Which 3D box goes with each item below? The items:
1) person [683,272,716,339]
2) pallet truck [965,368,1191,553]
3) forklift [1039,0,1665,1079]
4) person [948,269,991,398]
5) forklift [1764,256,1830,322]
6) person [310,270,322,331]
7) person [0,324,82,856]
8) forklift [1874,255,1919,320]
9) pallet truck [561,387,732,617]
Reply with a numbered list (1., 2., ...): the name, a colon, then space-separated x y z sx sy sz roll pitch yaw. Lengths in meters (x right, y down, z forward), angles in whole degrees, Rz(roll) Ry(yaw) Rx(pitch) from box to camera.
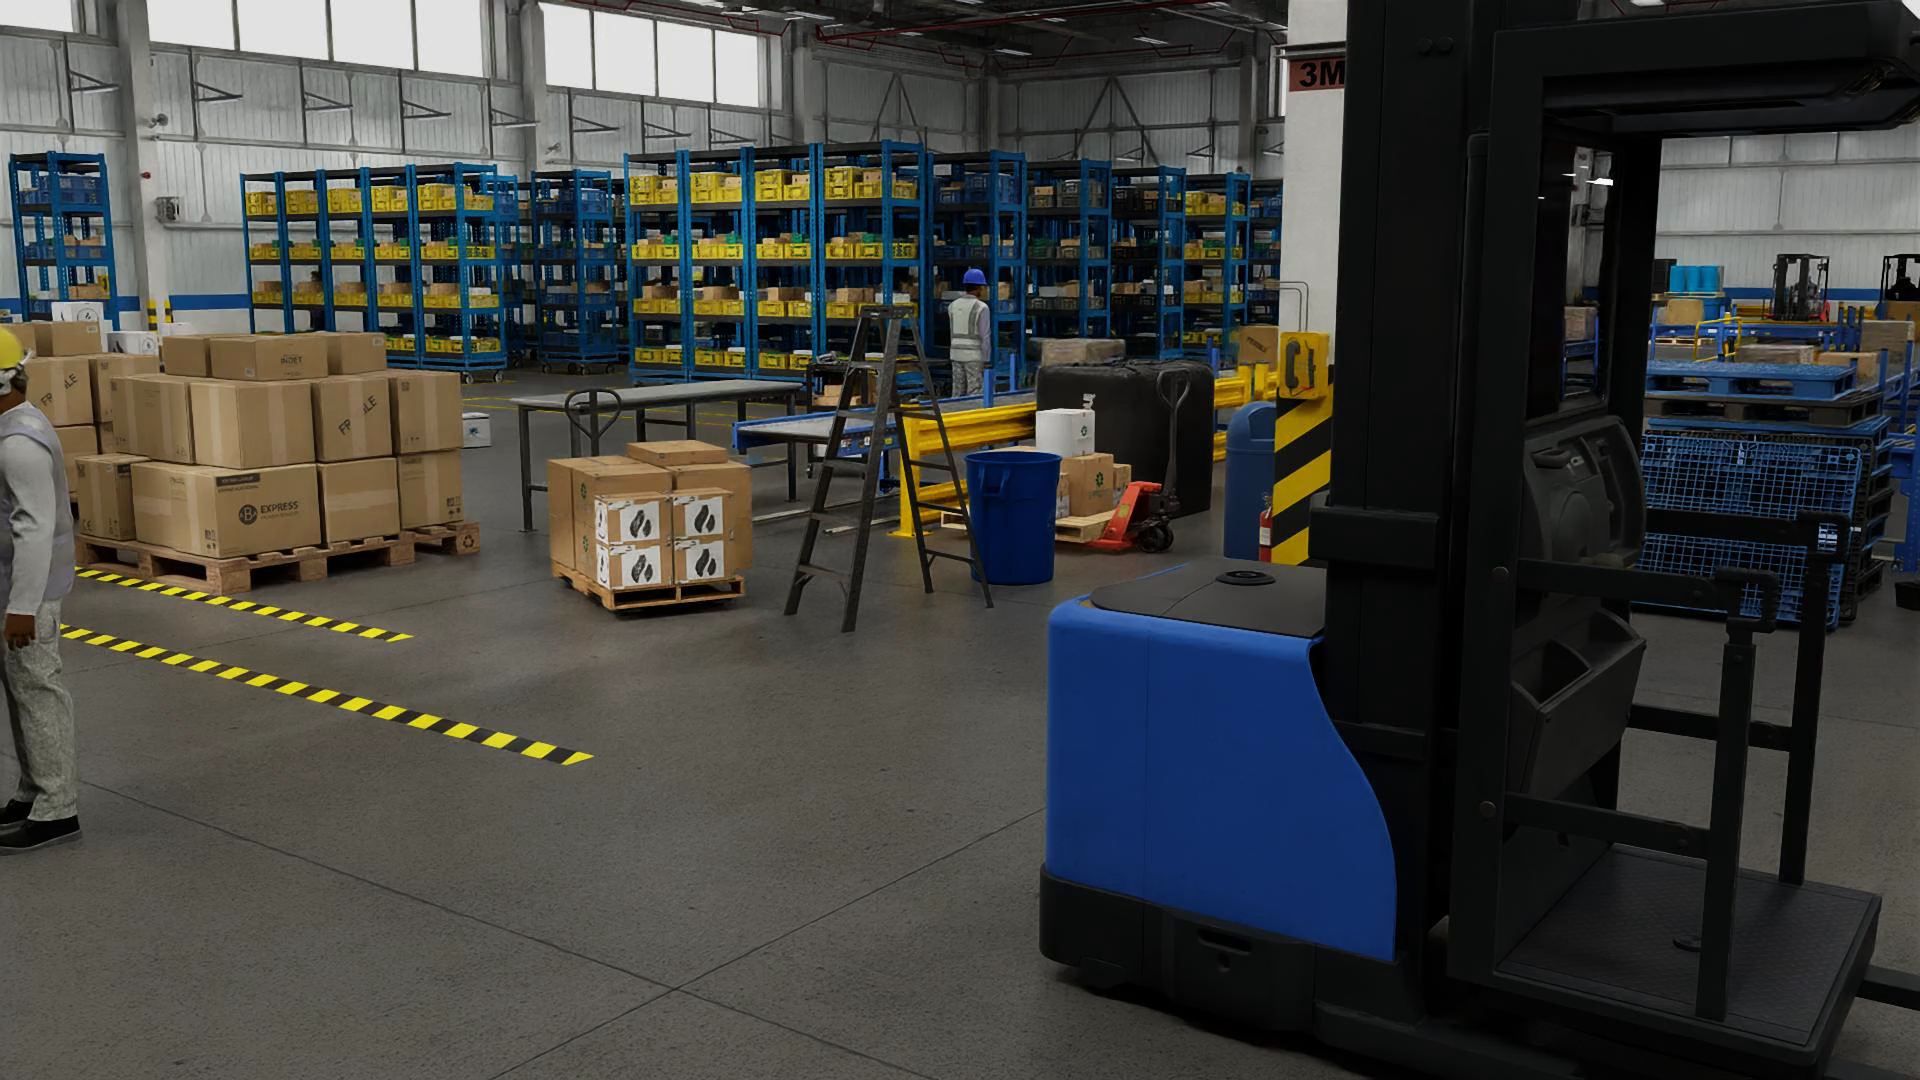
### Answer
1. person: -4.618 -3.822 29.419 0.602 1.830 0.404 -3 10 -18
2. pallet truck: 0.845 -0.609 11.869 1.630 1.274 0.653 7 12 35
3. forklift: 1.249 -0.137 4.360 1.873 2.768 1.129 7 12 35
4. person: 0.124 -2.017 18.372 0.417 1.940 0.601 -9 13 -44
5. forklift: 20.253 -5.854 40.139 1.157 1.987 2.680 7 12 35
6. person: -12.093 -4.187 31.576 0.564 1.838 0.389 4 10 23
7. person: -3.271 0.158 5.732 0.404 1.828 0.587 -7 12 -36
8. forklift: 22.089 -5.634 38.796 1.157 1.987 2.680 6 11 33
9. pallet truck: -1.981 -0.274 10.088 0.680 1.201 1.601 -5 11 -28
